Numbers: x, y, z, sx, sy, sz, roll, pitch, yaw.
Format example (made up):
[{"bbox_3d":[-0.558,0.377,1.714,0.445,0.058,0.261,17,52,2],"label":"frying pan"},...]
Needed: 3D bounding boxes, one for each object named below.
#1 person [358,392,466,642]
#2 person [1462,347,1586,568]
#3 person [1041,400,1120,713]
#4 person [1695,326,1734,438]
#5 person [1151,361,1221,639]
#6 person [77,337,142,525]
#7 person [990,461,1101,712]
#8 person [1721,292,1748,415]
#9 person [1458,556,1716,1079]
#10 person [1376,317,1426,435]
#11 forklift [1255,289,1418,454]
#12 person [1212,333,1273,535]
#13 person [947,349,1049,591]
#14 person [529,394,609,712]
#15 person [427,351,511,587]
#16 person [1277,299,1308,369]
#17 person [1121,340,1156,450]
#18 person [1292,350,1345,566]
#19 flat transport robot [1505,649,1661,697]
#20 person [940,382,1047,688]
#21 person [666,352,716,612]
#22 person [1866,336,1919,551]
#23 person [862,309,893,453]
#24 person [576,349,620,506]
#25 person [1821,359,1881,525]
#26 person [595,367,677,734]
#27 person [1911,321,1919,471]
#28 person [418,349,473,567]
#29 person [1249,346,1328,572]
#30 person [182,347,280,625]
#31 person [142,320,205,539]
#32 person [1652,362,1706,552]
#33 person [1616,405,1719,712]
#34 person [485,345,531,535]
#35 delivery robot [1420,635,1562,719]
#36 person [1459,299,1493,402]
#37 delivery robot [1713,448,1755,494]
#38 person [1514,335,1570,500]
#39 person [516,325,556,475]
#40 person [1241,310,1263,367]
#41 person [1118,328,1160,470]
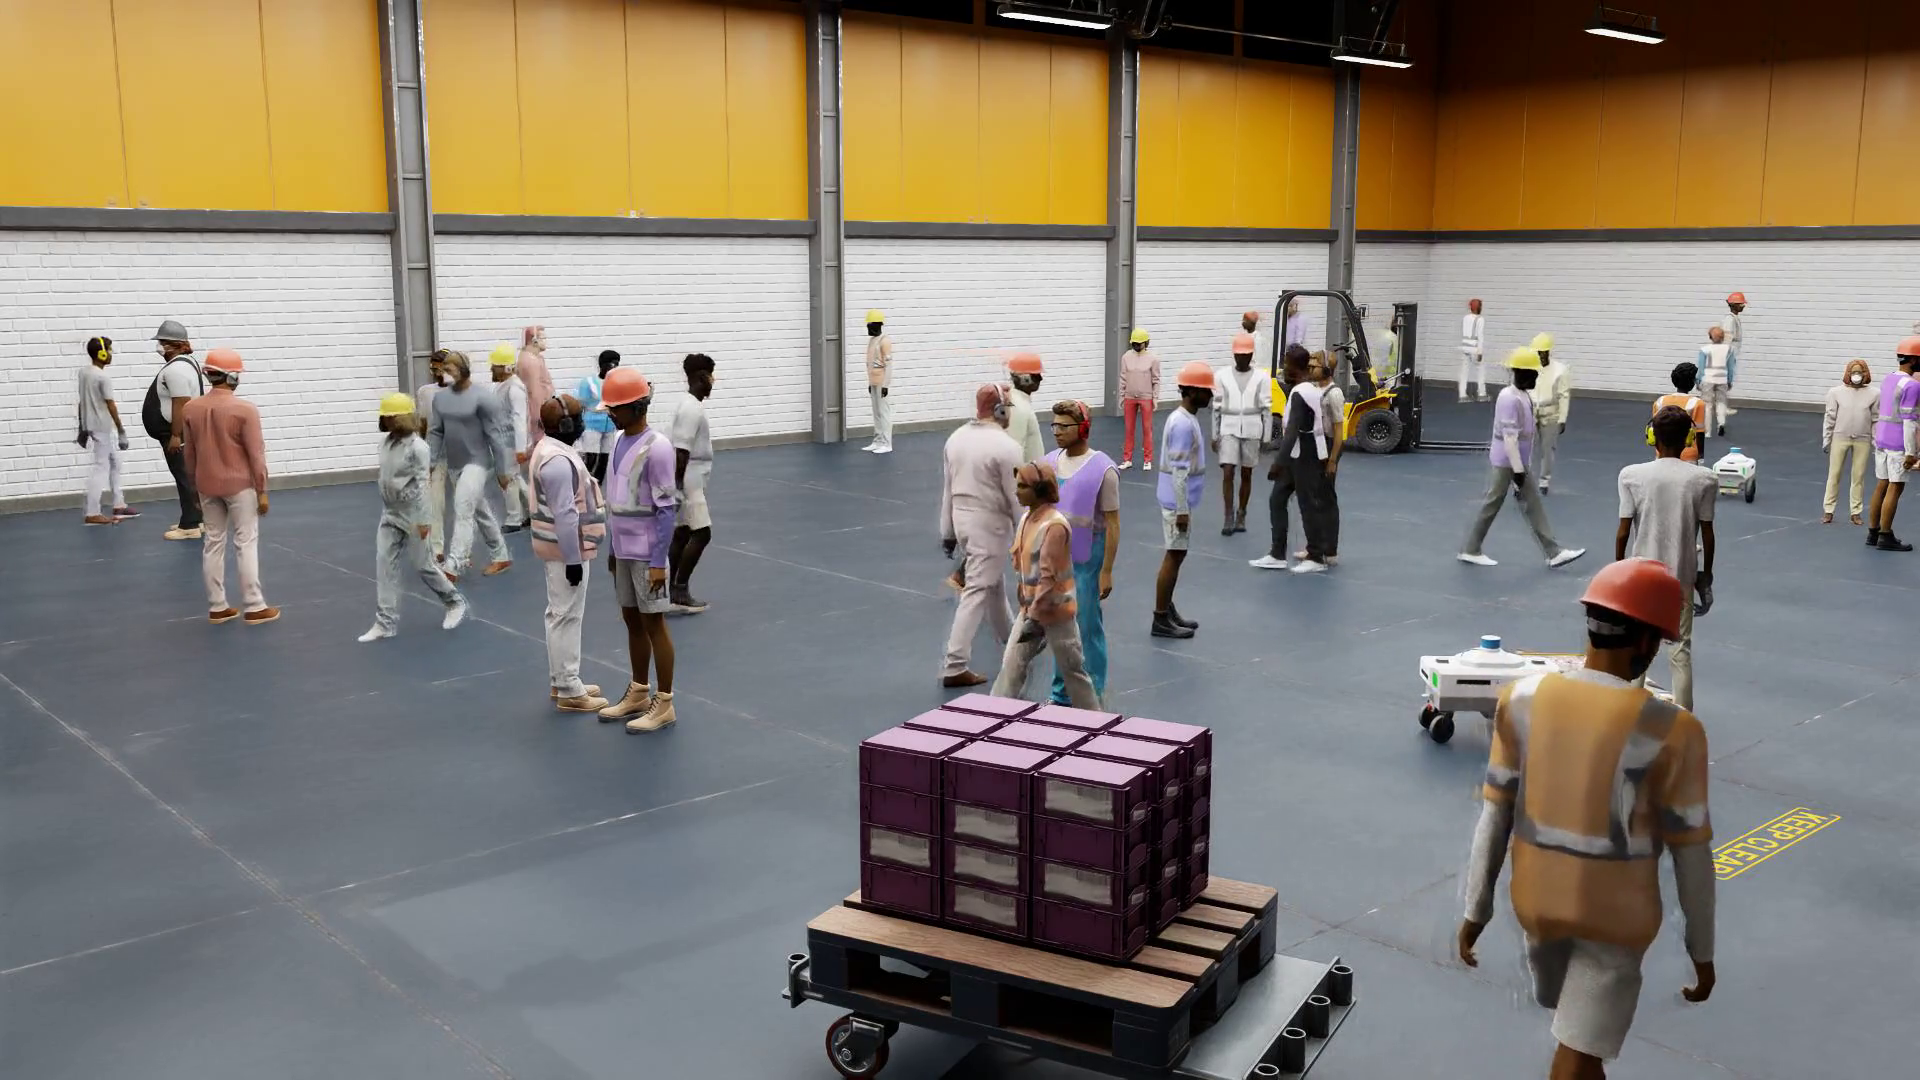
[{"bbox_3d":[-3.836,-0.180,11.548,0.495,1.719,0.764,6,11,30],"label":"person"},{"bbox_3d":[4.751,-0.675,13.995,1.014,1.864,0.599,7,12,36],"label":"person"},{"bbox_3d":[0.659,0.130,9.345,0.375,1.843,0.575,-8,13,-40],"label":"person"},{"bbox_3d":[10.914,-2.283,24.087,0.534,1.626,0.364,0,10,2],"label":"person"},{"bbox_3d":[1.572,-0.277,11.535,0.431,1.924,0.555,2,10,13],"label":"person"},{"bbox_3d":[-8.392,-1.082,16.448,0.574,1.840,0.759,7,12,37],"label":"person"},{"bbox_3d":[0.391,0.392,8.559,0.880,1.590,0.516,-4,11,-23],"label":"person"},{"bbox_3d":[12.851,-3.103,27.695,0.381,2.045,0.605,5,11,28],"label":"person"},{"bbox_3d":[1.697,0.970,4.401,1.067,1.848,0.577,-9,13,-41],"label":"person"},{"bbox_3d":[6.290,-2.358,24.133,0.994,1.785,0.639,5,11,28],"label":"person"},{"bbox_3d":[5.034,-2.339,22.783,2.313,2.155,1.214,3,10,16],"label":"forklift"},{"bbox_3d":[2.657,-0.984,15.679,0.567,1.905,0.830,2,10,9],"label":"person"},{"bbox_3d":[0.406,-0.469,12.566,1.011,1.959,0.608,-1,10,-7],"label":"person"},{"bbox_3d":[-2.277,0.072,9.692,0.429,1.847,0.627,-3,10,-18],"label":"person"},{"bbox_3d":[-3.993,-0.579,13.400,0.618,1.881,1.001,6,11,32],"label":"person"},{"bbox_3d":[5.802,-3.297,29.262,0.479,1.897,0.665,-5,11,-26],"label":"person"},{"bbox_3d":[2.439,-2.044,22.696,0.497,1.633,0.288,7,12,34],"label":"person"},{"bbox_3d":[3.087,-0.700,14.205,0.333,1.844,0.515,-2,10,-10],"label":"person"},{"bbox_3d":[3.623,0.880,9.564,0.652,0.197,1.431,1,10,3],"label":"flat transport robot"},{"bbox_3d":[0.240,-0.043,10.323,0.976,1.855,0.678,-7,12,-34],"label":"person"},{"bbox_3d":[-2.034,-0.424,12.347,0.534,1.923,0.626,-3,10,-18],"label":"person"},{"bbox_3d":[8.444,-0.861,14.927,0.390,1.929,0.539,1,10,4],"label":"person"},{"bbox_3d":[-1.102,-2.124,22.308,0.388,1.927,0.589,-4,11,-24],"label":"person"},{"bbox_3d":[-3.772,-1.171,17.473,0.574,1.661,0.397,-9,14,-44],"label":"person"},{"bbox_3d":[8.772,-0.963,16.369,0.508,1.632,0.264,4,10,22],"label":"person"},{"bbox_3d":[-1.804,0.057,9.229,0.389,2.034,0.605,-8,12,-38],"label":"person"},{"bbox_3d":[11.771,-1.764,20.372,0.489,1.867,0.679,-1,10,-7],"label":"person"},{"bbox_3d":[-4.328,-0.687,14.084,0.520,1.865,0.332,-1,10,-5],"label":"person"},{"bbox_3d":[2.743,-0.662,13.887,0.713,1.884,0.568,0,10,-1],"label":"person"},{"bbox_3d":[-5.226,-0.381,11.911,0.621,1.991,0.401,2,10,11],"label":"person"},{"bbox_3d":[-7.360,-1.033,15.588,0.538,2.000,0.688,-3,10,-16],"label":"person"},{"bbox_3d":[6.421,-0.737,14.857,0.320,1.697,0.531,-6,11,-30],"label":"person"},{"bbox_3d":[3.716,0.215,8.801,0.511,1.865,0.329,4,10,20],"label":"person"},{"bbox_3d":[-4.213,-0.944,15.839,0.581,1.799,0.632,-4,11,-24],"label":"person"},{"bbox_3d":[2.897,0.768,9.114,0.707,0.478,0.477,1,10,3],"label":"delivery robot"},{"bbox_3d":[9.349,-3.413,30.042,0.803,1.856,0.612,-5,11,-26],"label":"person"},{"bbox_3d":[8.399,-0.758,18.046,0.477,0.478,0.707,6,12,33],"label":"delivery robot"},{"bbox_3d":[6.268,-1.319,18.004,0.591,1.781,0.924,5,11,25],"label":"person"},{"bbox_3d":[-4.683,-1.410,18.234,0.554,1.890,0.652,-3,10,-18],"label":"person"},{"bbox_3d":[4.192,-2.369,23.974,0.622,1.888,0.580,0,10,-1],"label":"person"},{"bbox_3d":[2.205,-1.733,20.518,0.523,1.760,0.327,4,11,24],"label":"person"}]
